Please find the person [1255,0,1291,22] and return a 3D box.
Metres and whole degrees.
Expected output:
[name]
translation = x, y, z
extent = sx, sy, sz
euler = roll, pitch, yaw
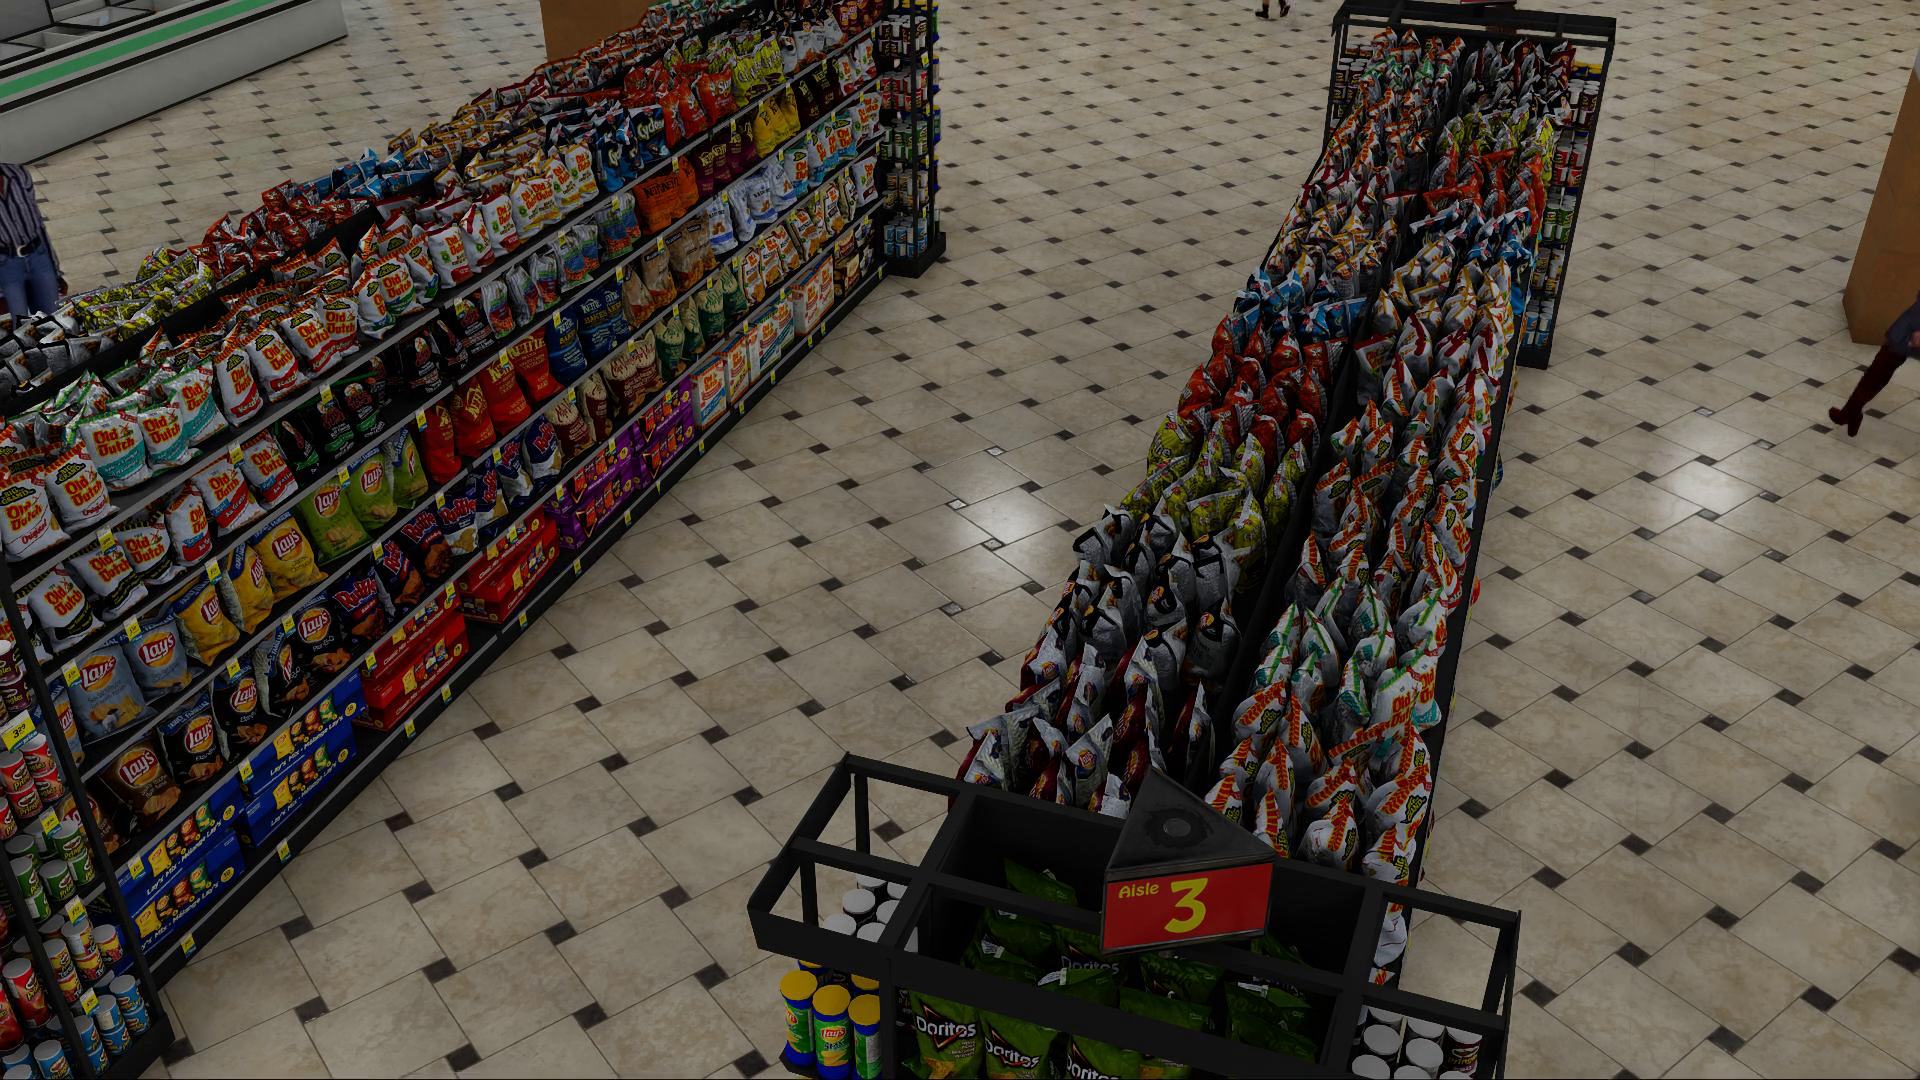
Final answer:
[person]
translation = 3.204, -5.808, 16.824
extent = 0.662, 1.098, 0.705
euler = -20, 37, -29
